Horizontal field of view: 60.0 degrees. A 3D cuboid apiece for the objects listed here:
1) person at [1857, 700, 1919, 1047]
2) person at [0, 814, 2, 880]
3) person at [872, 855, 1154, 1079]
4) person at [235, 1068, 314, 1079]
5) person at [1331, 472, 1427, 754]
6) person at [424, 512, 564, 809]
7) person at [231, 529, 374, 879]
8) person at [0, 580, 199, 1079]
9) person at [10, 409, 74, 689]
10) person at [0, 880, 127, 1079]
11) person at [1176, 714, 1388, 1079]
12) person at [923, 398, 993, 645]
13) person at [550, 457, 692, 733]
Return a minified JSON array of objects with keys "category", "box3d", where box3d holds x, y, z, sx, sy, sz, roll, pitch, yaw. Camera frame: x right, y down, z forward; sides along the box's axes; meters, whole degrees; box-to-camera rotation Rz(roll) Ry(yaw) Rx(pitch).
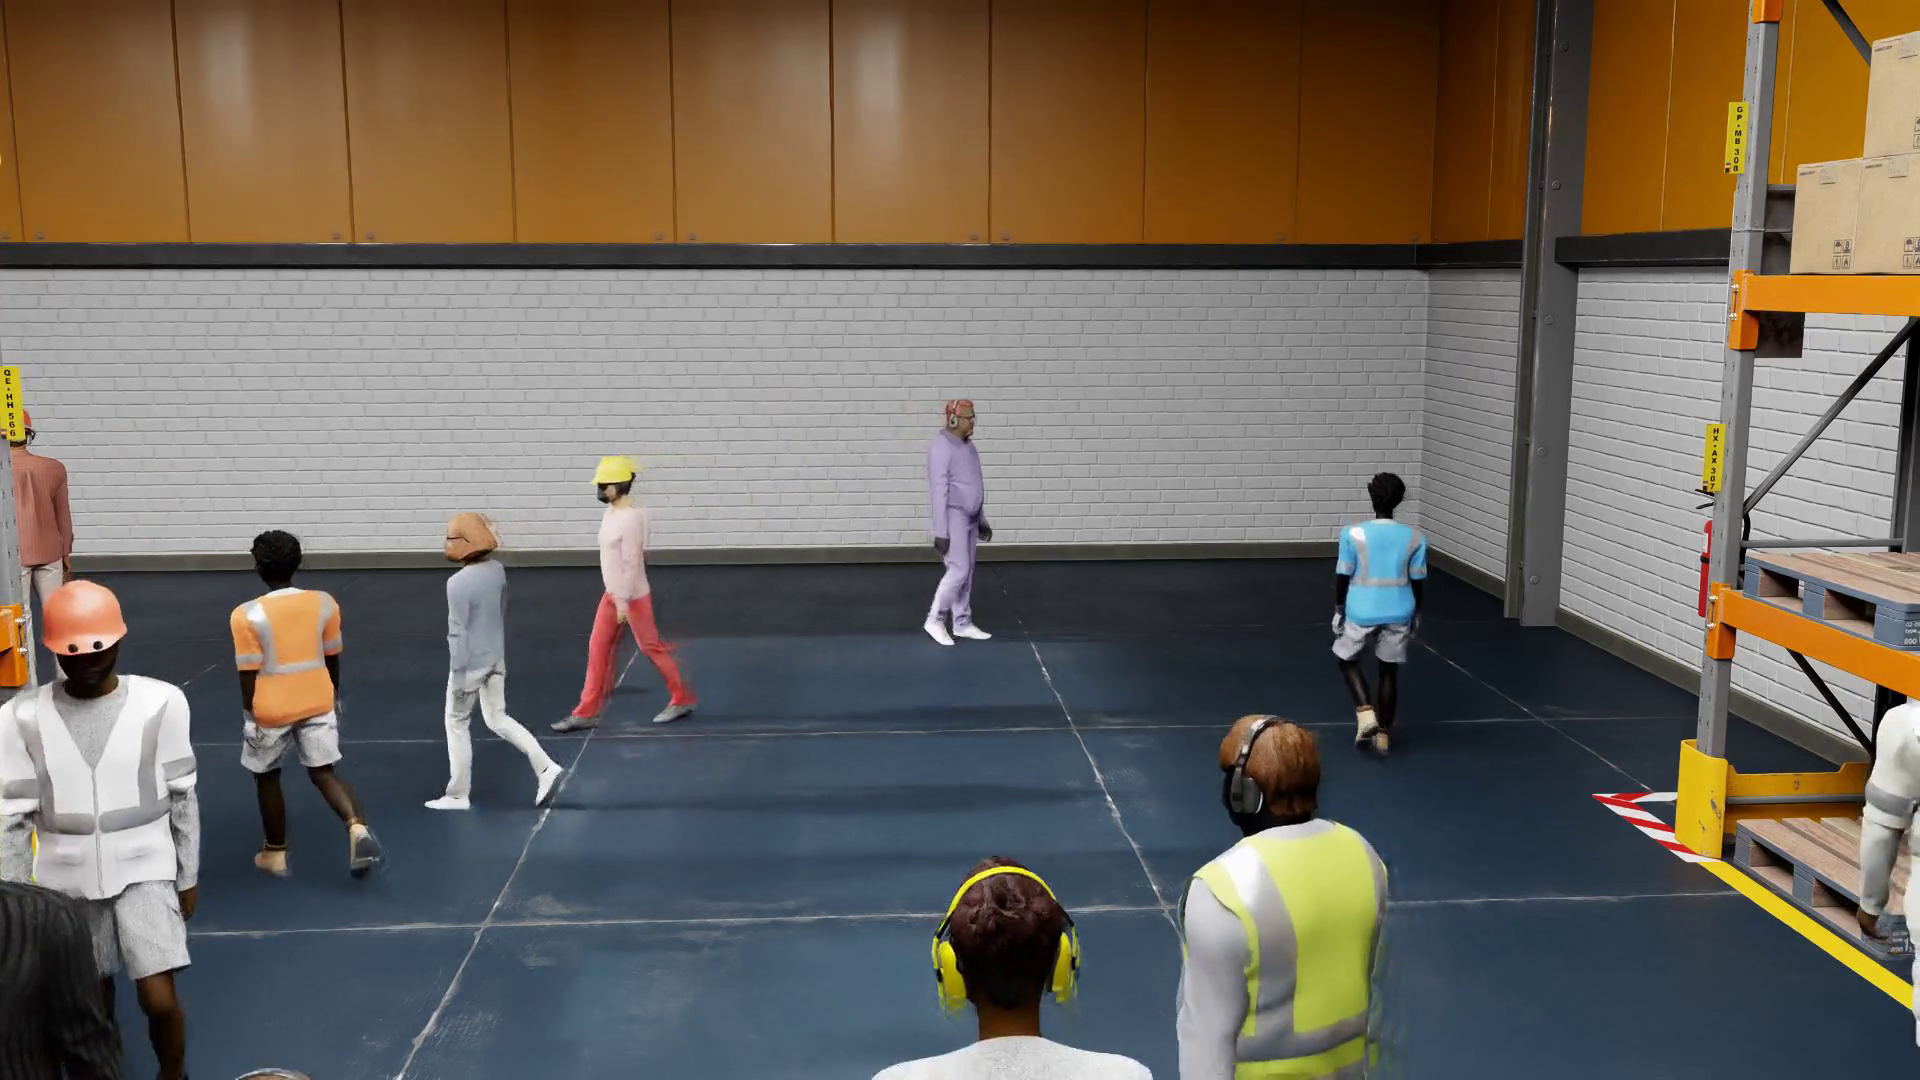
[{"category":"person","box3d":[2.908,1.074,4.845,0.601,1.994,0.975,1,9,4]},{"category":"person","box3d":[-3.567,1.018,5.750,0.616,1.818,0.443,-1,9,-4]},{"category":"person","box3d":[0.082,1.452,2.937,0.562,1.844,0.685,-1,9,-3]},{"category":"person","box3d":[-0.937,1.609,2.210,0.534,1.790,1.006,0,9,2]},{"category":"person","box3d":[2.466,0.443,9.782,0.559,1.681,0.412,0,9,-3]},{"category":"person","box3d":[-2.480,0.653,8.743,0.680,1.610,0.506,3,9,17]},{"category":"person","box3d":[-3.050,0.783,7.706,0.743,1.668,0.534,8,12,39]},{"category":"person","box3d":[-2.665,1.063,5.186,0.554,1.916,0.506,-4,10,-21]},{"category":"person","box3d":[-6.135,0.111,10.906,0.395,1.994,0.612,6,11,33]},{"category":"person","box3d":[-1.990,1.347,3.254,0.619,1.957,0.814,-2,9,-12]},{"category":"person","box3d":[0.702,1.309,3.913,0.659,1.824,0.500,-7,11,-38]},{"category":"person","box3d":[0.001,-0.148,12.851,0.405,1.911,0.690,3,10,20]},{"category":"person","box3d":[-2.090,0.334,10.363,0.902,1.718,0.538,-6,11,-32]}]
